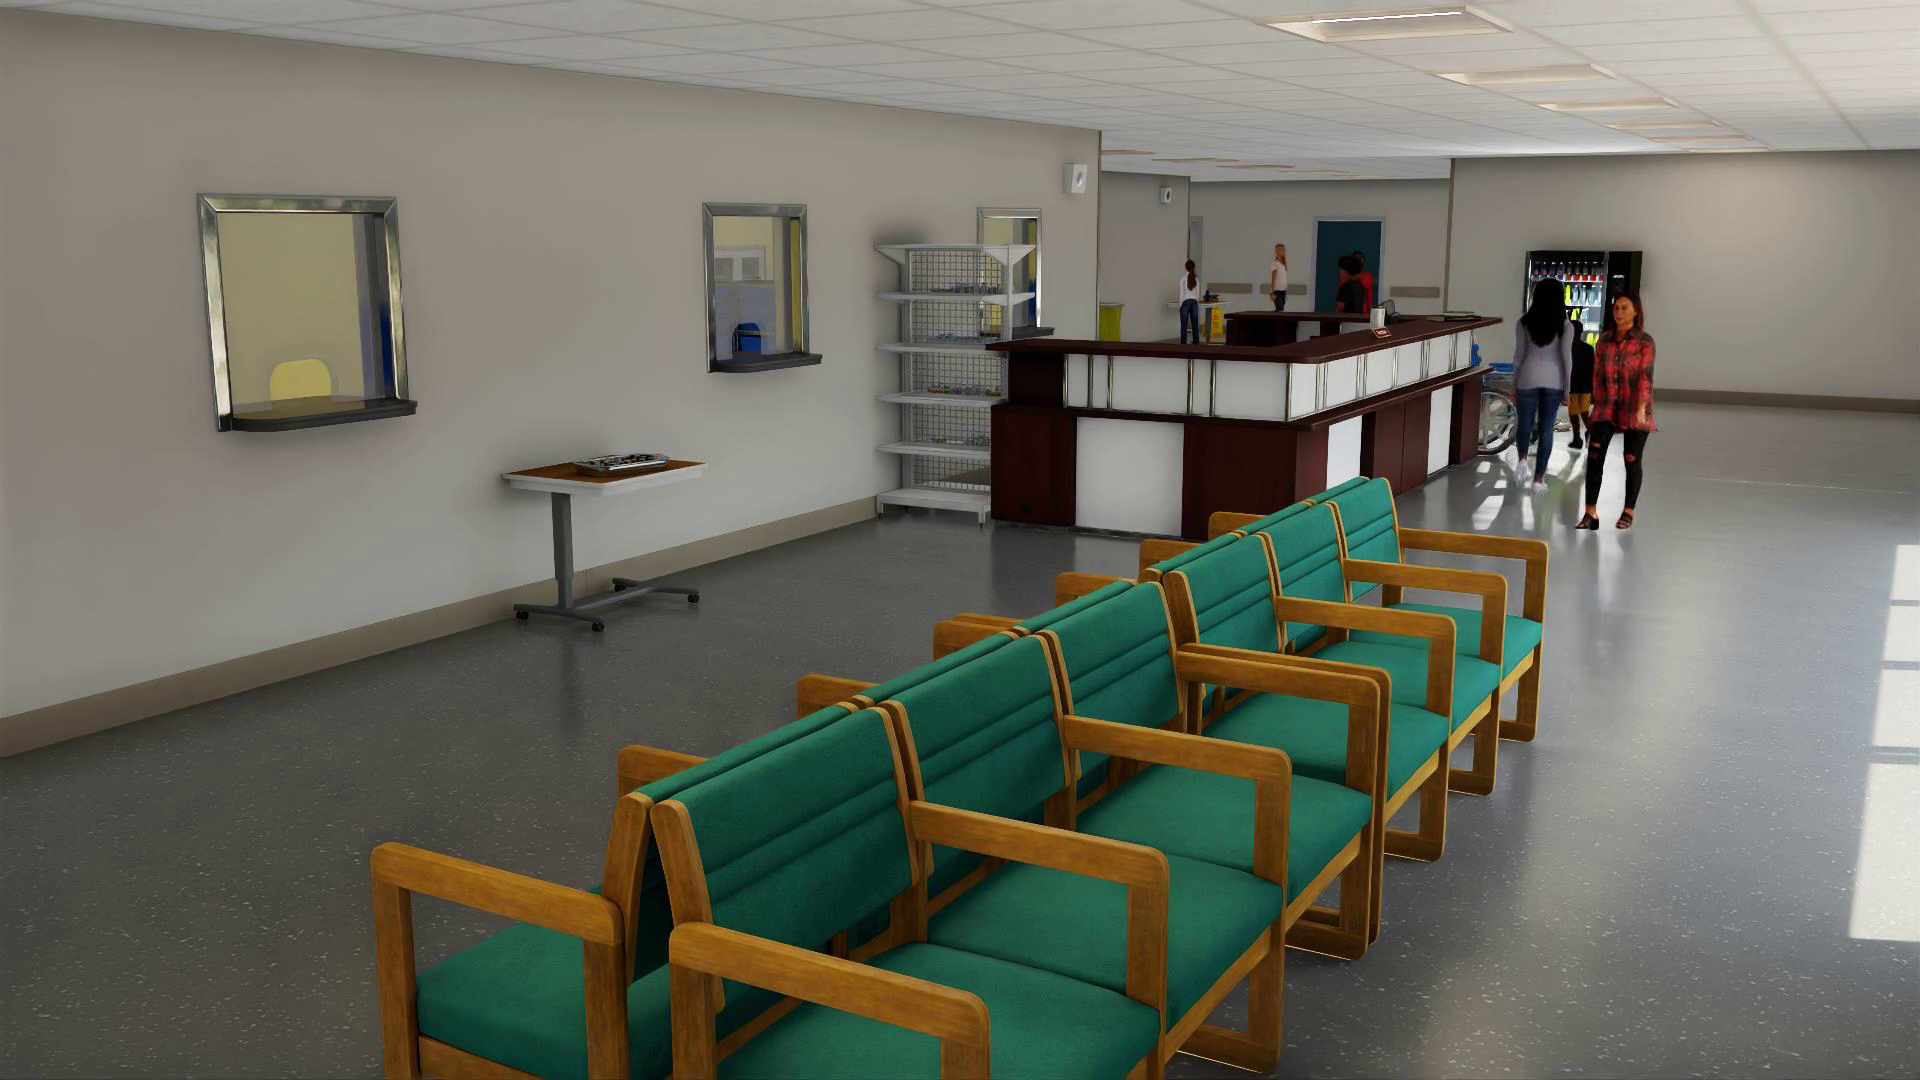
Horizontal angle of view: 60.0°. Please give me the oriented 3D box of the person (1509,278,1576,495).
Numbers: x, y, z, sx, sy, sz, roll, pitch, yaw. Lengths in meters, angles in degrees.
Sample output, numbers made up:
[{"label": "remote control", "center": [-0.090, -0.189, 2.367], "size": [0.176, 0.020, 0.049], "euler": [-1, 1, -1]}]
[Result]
[{"label": "person", "center": [4.611, -1.209, 13.269], "size": [0.717, 1.722, 0.684], "euler": [6, 12, 27]}]

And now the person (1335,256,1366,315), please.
[{"label": "person", "center": [4.866, -2.594, 20.454], "size": [0.708, 1.766, 0.678], "euler": [9, 14, 39]}]

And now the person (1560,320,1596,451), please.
[{"label": "person", "center": [5.929, -1.466, 15.905], "size": [0.722, 1.246, 0.780], "euler": [0, 11, -1]}]

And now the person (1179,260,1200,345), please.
[{"label": "person", "center": [3.956, -4.052, 28.691], "size": [0.626, 1.559, 0.686], "euler": [-3, 11, -14]}]

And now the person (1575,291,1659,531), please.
[{"label": "person", "center": [4.698, -0.888, 11.703], "size": [0.872, 1.676, 0.809], "euler": [10, 14, 41]}]

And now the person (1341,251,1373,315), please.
[{"label": "person", "center": [5.605, -3.202, 23.630], "size": [0.775, 1.775, 0.845], "euler": [-1, 11, -4]}]

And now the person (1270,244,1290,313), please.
[{"label": "person", "center": [5.656, -4.422, 29.983], "size": [0.650, 1.804, 0.647], "euler": [8, 14, 37]}]
